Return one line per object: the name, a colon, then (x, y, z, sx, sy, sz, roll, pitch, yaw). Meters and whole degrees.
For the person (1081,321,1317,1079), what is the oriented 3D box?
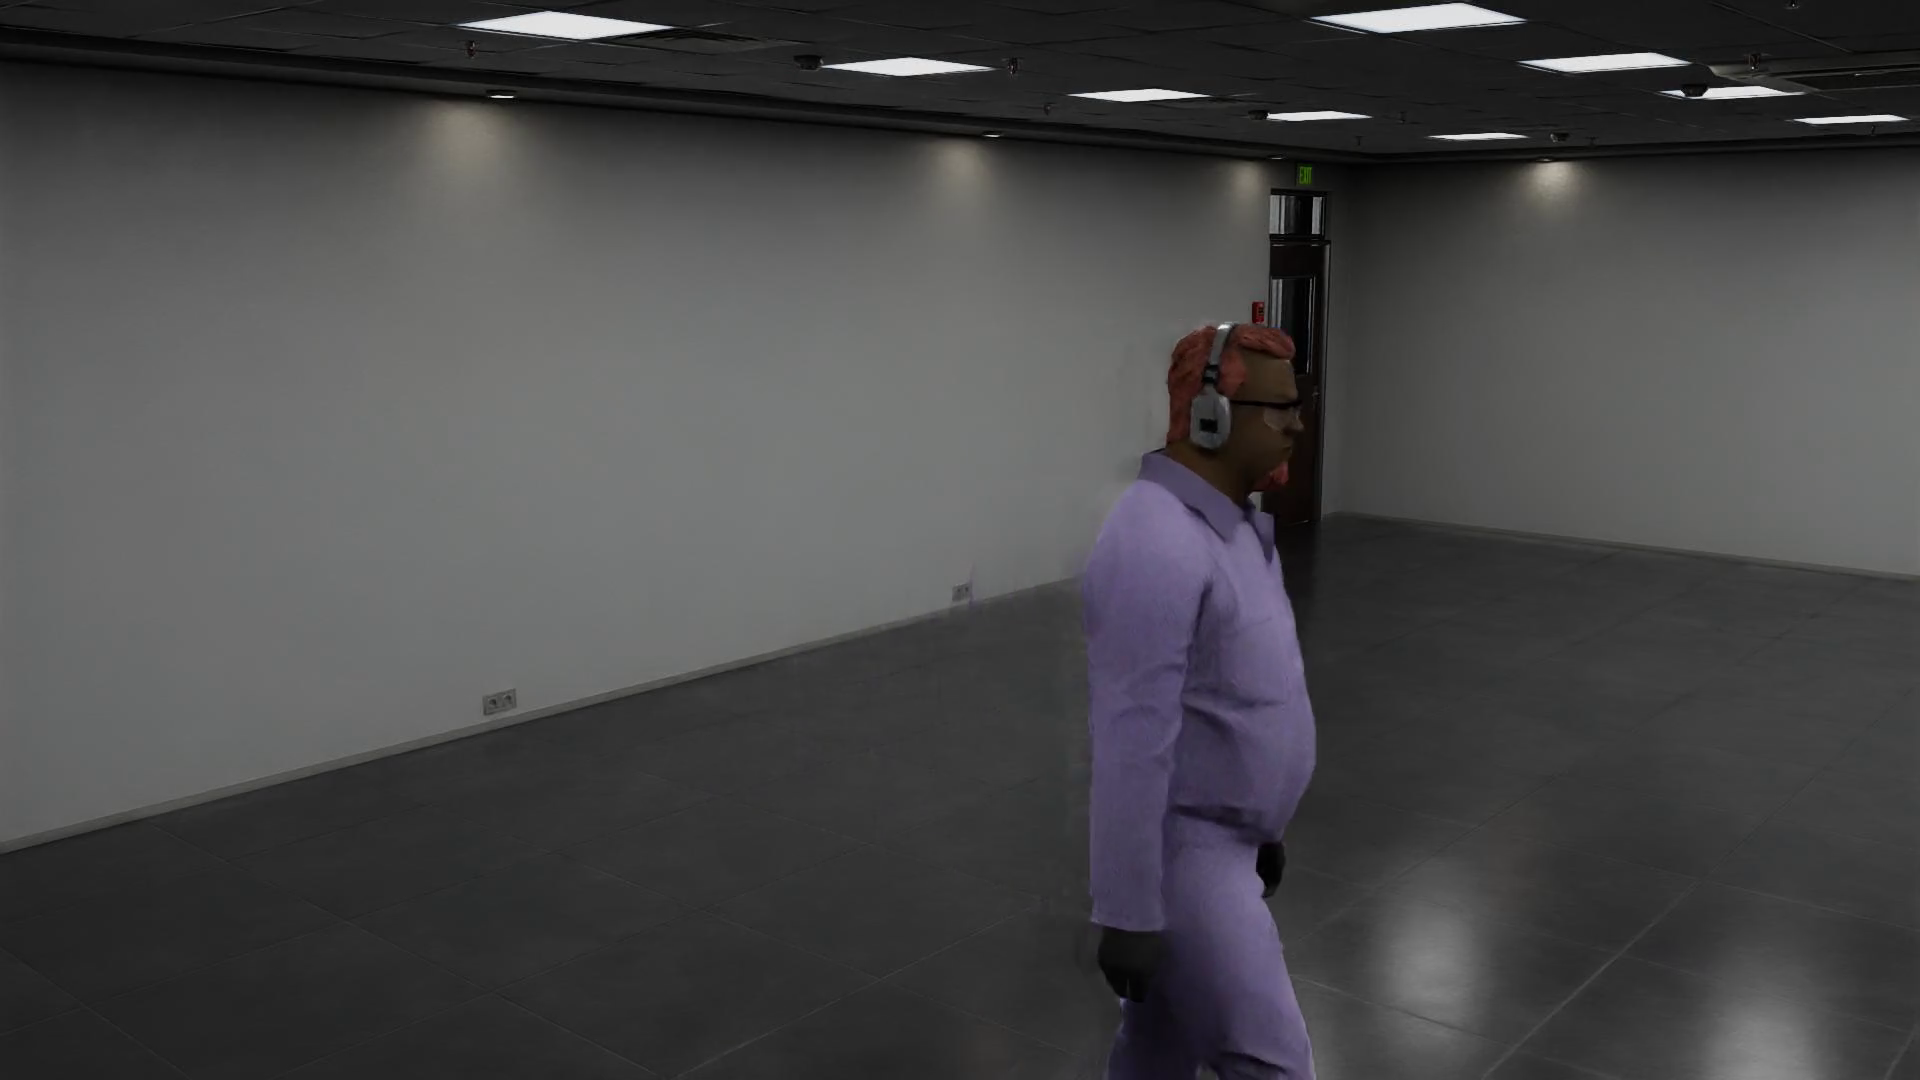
person: (0.499, 0.564, 2.978, 0.663, 1.885, 0.681, 3, 11, 19)
